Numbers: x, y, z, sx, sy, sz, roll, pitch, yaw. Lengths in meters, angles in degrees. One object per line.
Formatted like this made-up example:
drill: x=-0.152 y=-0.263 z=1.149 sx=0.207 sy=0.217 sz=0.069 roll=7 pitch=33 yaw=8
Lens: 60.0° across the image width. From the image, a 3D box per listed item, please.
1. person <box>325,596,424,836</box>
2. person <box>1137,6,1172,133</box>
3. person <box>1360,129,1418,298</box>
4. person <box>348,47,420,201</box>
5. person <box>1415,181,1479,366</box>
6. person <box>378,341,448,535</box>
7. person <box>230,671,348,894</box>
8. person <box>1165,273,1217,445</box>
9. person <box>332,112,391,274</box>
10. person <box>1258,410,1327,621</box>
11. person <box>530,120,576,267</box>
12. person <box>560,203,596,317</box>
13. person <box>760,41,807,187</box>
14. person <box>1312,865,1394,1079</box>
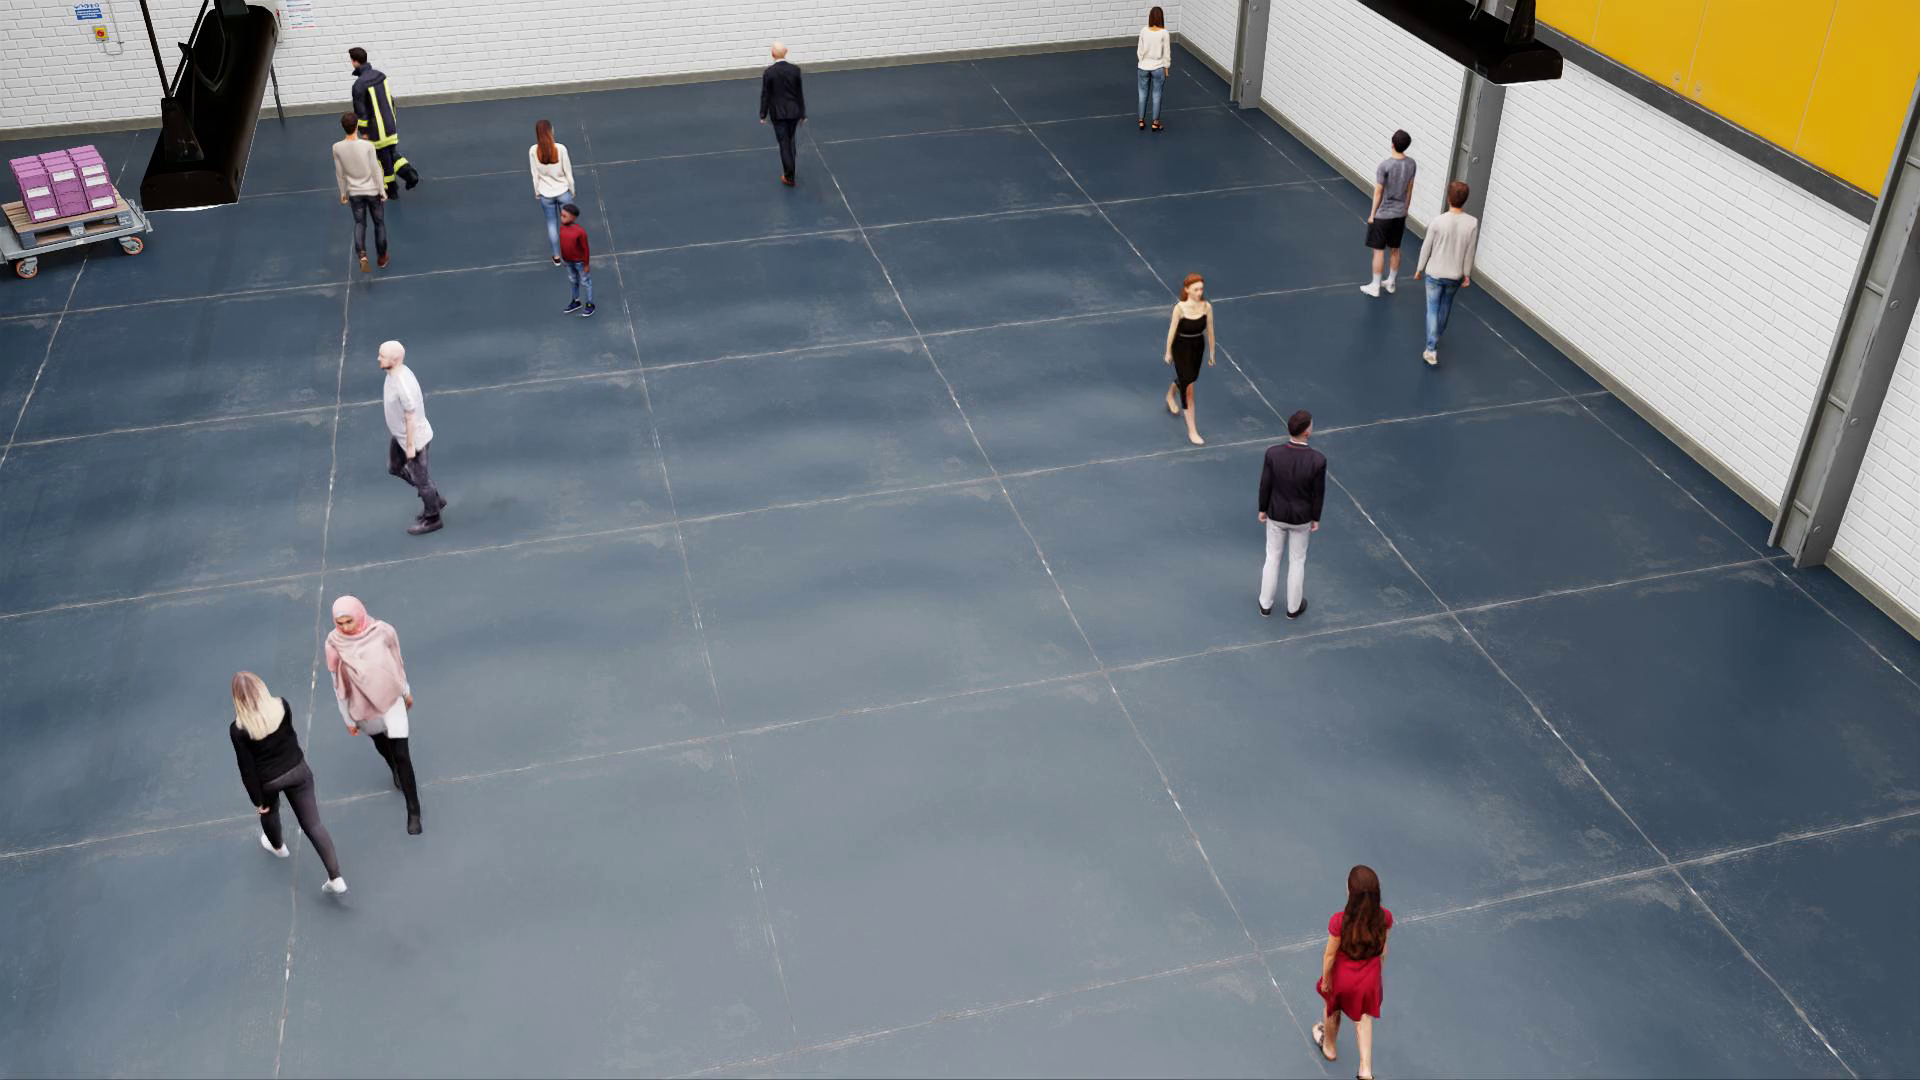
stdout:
person: x=-3.981 y=1.094 z=11.286 sx=0.741 sy=1.746 sz=1.205 roll=-15 pitch=36 yaw=-21
person: x=2.620 y=-6.420 z=22.649 sx=0.698 sy=1.682 sz=0.750 roll=16 pitch=37 yaw=23
person: x=4.713 y=-3.572 z=18.194 sx=0.663 sy=1.871 sz=0.571 roll=-11 pitch=35 yaw=-16
person: x=-7.086 y=-5.097 z=20.456 sx=1.057 sy=1.907 sz=0.994 roll=11 pitch=35 yaw=17
person: x=4.905 y=-2.660 z=16.820 sx=0.915 sy=1.873 sz=1.134 roll=3 pitch=34 yaw=5
person: x=-4.606 y=-0.899 z=14.212 sx=0.800 sy=1.827 sz=0.669 roll=-16 pitch=37 yaw=-22
person: x=-4.287 y=1.585 z=10.641 sx=1.242 sy=1.642 sz=0.980 roll=28 pitch=43 yaw=35
person: x=2.134 y=-1.794 z=15.787 sx=0.632 sy=1.574 sz=1.120 roll=-11 pitch=35 yaw=-17
person: x=-6.694 y=-3.852 z=18.632 sx=0.762 sy=1.852 sz=1.041 roll=-3 pitch=34 yaw=-4
person: x=2.599 y=-0.189 z=13.130 sx=0.733 sy=1.841 sz=0.750 roll=11 pitch=35 yaw=17
person: x=-4.603 y=-3.947 z=18.918 sx=0.653 sy=1.693 sz=0.609 roll=-3 pitch=34 yaw=-4
person: x=-4.143 y=-3.046 z=17.960 sx=0.583 sy=1.254 sz=0.640 roll=17 pitch=37 yaw=24
person: x=-2.181 y=-5.329 z=20.920 sx=0.764 sy=1.778 sz=0.887 roll=-13 pitch=36 yaw=-19
person: x=2.244 y=2.491 z=9.373 sx=0.618 sy=1.538 sz=0.875 roll=-3 pitch=34 yaw=-5
